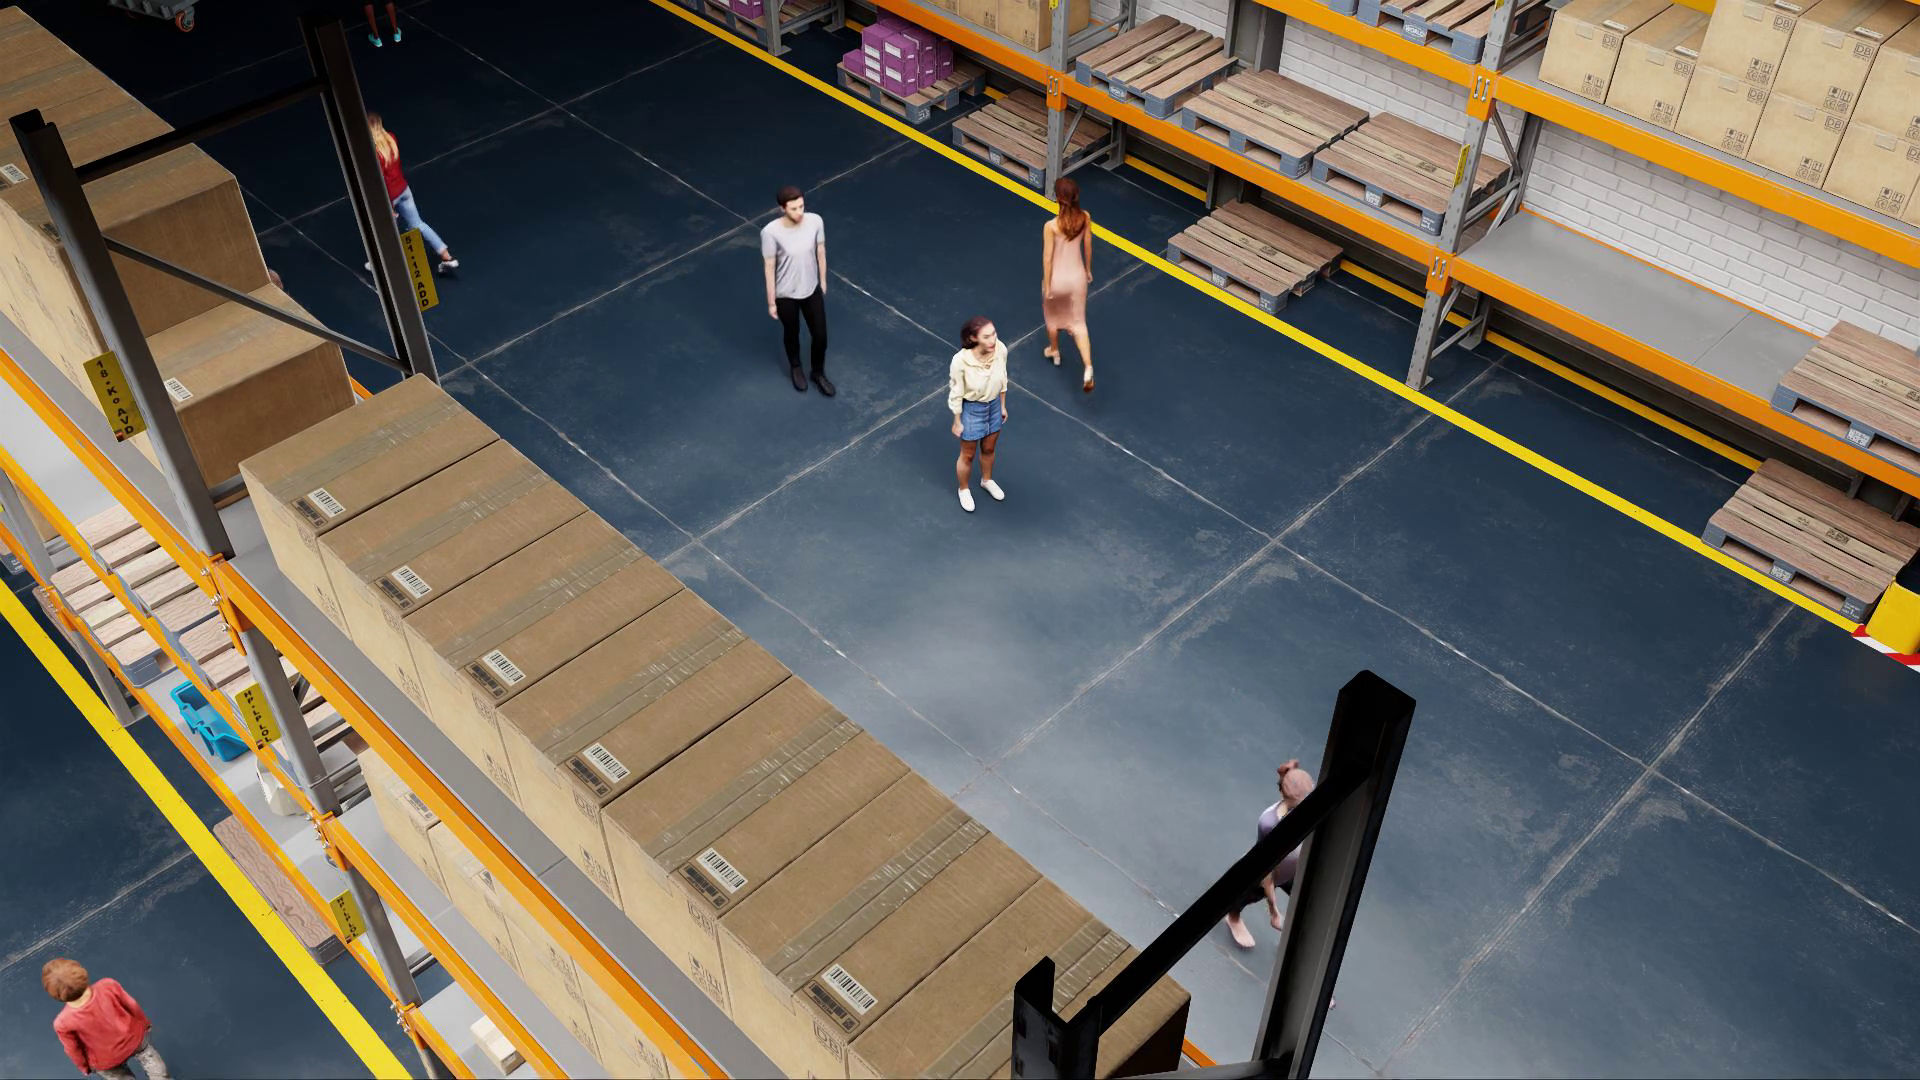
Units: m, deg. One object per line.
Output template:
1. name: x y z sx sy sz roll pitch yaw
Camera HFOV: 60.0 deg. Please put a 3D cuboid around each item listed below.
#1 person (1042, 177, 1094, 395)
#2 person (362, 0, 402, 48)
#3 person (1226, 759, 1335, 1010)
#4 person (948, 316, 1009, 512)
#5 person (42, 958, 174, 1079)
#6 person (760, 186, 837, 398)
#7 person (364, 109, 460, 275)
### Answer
1. person: 0.861 -1.949 12.940 0.878 1.806 1.149 -15 46 -15
2. person: -6.161 -5.974 17.227 0.623 1.722 0.636 -19 47 -19
3. person: 1.671 1.757 9.110 0.772 1.723 1.103 -21 47 -21
4. person: 0.140 -0.935 12.003 0.699 1.631 0.650 -22 48 -21
5. person: -4.268 2.586 8.465 0.611 1.413 0.579 26 50 25
6. person: -1.299 -1.987 12.948 0.817 1.851 0.850 -14 45 -14
7. person: -4.741 -2.906 14.095 1.169 1.598 0.919 14 45 14
